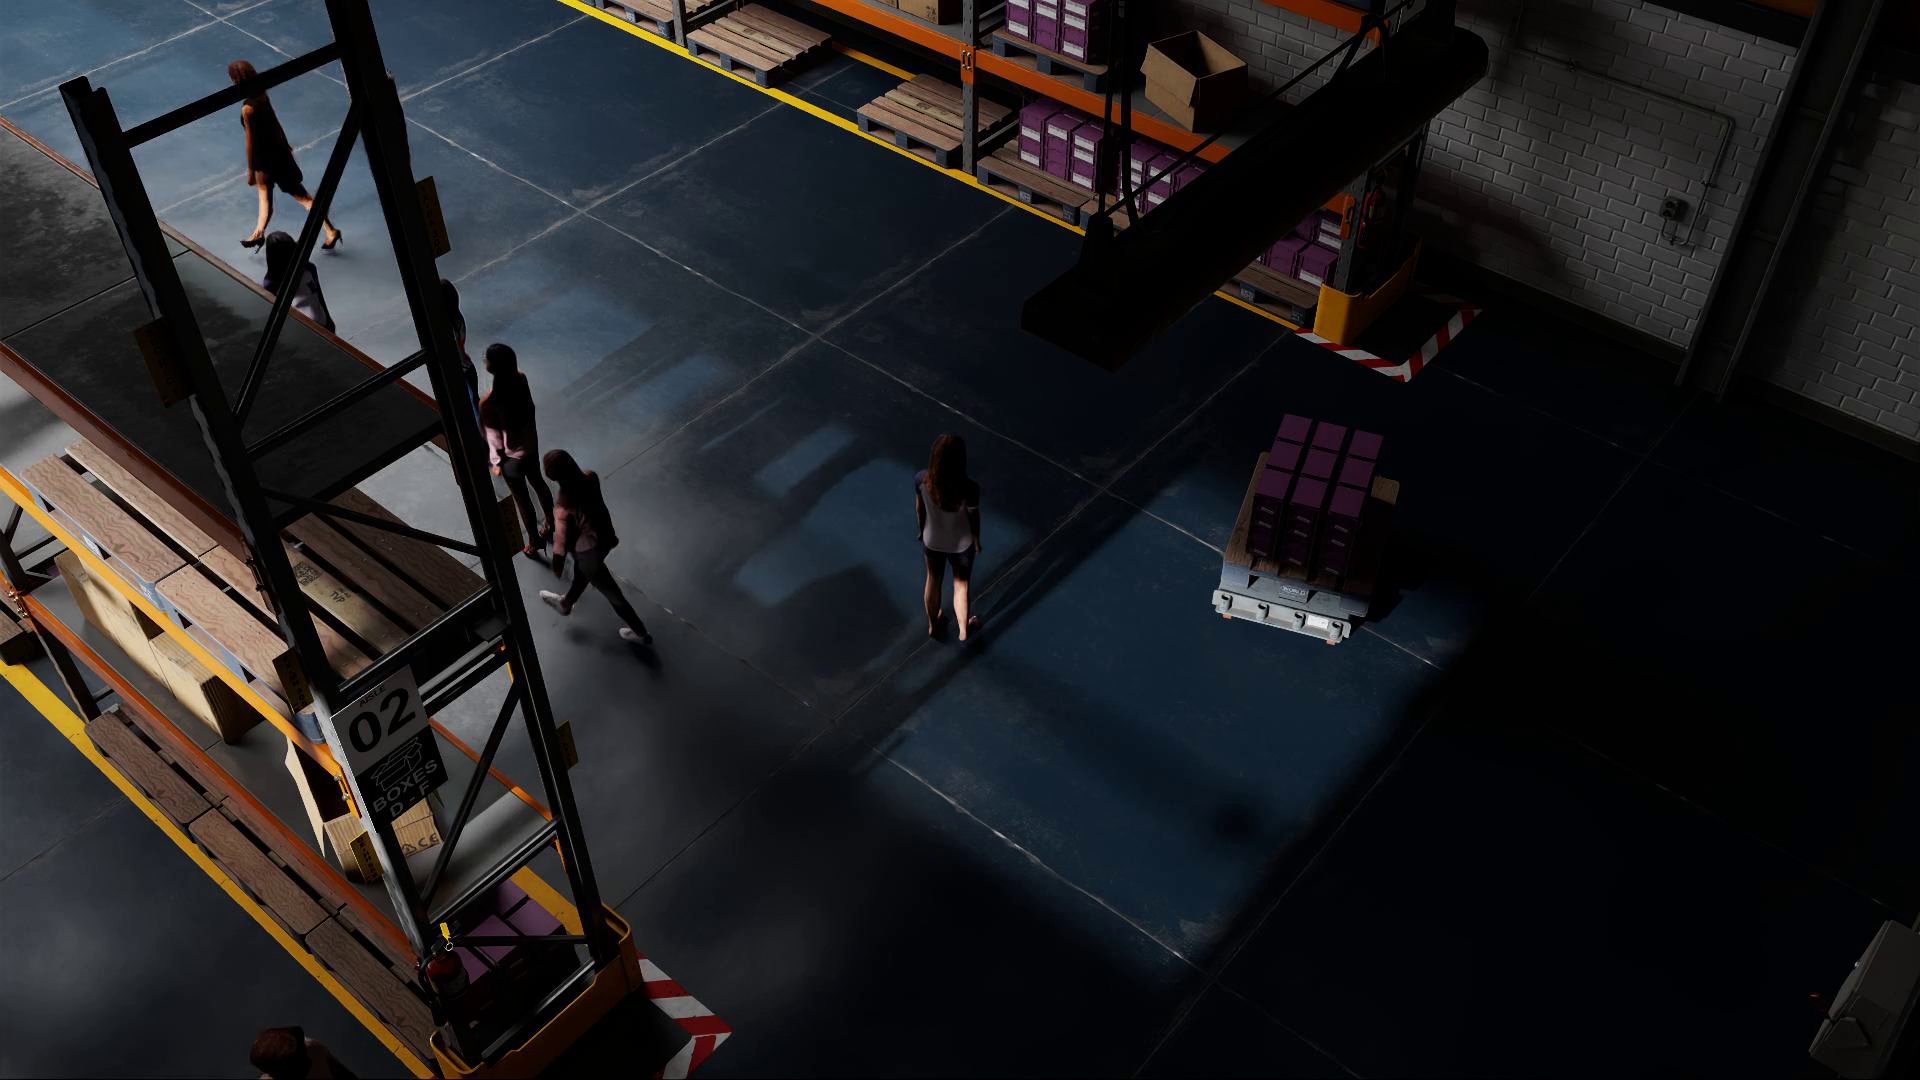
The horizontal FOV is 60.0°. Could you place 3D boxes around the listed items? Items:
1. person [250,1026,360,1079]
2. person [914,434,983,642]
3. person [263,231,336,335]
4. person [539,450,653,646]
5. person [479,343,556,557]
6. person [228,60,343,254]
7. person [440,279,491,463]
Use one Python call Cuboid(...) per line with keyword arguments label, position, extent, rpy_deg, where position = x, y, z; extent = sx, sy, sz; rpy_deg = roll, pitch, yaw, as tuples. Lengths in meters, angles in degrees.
Cuboid(label="person", position=(-3.129, 2.817, 7.946), extent=(1.278, 1.835, 0.947), rpy_deg=(15, 46, 15))
Cuboid(label="person", position=(-0.079, -0.002, 10.979), extent=(0.606, 1.733, 0.728), rpy_deg=(12, 45, 13))
Cuboid(label="person", position=(-4.984, -1.625, 12.703), extent=(0.520, 1.706, 0.601), rpy_deg=(27, 50, 26))
Cuboid(label="person", position=(-2.343, 0.109, 10.919), extent=(1.179, 1.655, 0.902), rpy_deg=(14, 45, 14))
Cuboid(label="person", position=(-3.066, -0.616, 11.567), extent=(0.590, 1.811, 0.657), rpy_deg=(21, 47, 20))
Cuboid(label="person", position=(-5.806, -3.249, 14.352), extent=(1.223, 1.781, 1.159), rpy_deg=(-5, 44, -5))
Cuboid(label="person", position=(-3.731, -1.258, 12.384), extent=(0.707, 1.614, 0.553), rpy_deg=(-23, 48, -22))
